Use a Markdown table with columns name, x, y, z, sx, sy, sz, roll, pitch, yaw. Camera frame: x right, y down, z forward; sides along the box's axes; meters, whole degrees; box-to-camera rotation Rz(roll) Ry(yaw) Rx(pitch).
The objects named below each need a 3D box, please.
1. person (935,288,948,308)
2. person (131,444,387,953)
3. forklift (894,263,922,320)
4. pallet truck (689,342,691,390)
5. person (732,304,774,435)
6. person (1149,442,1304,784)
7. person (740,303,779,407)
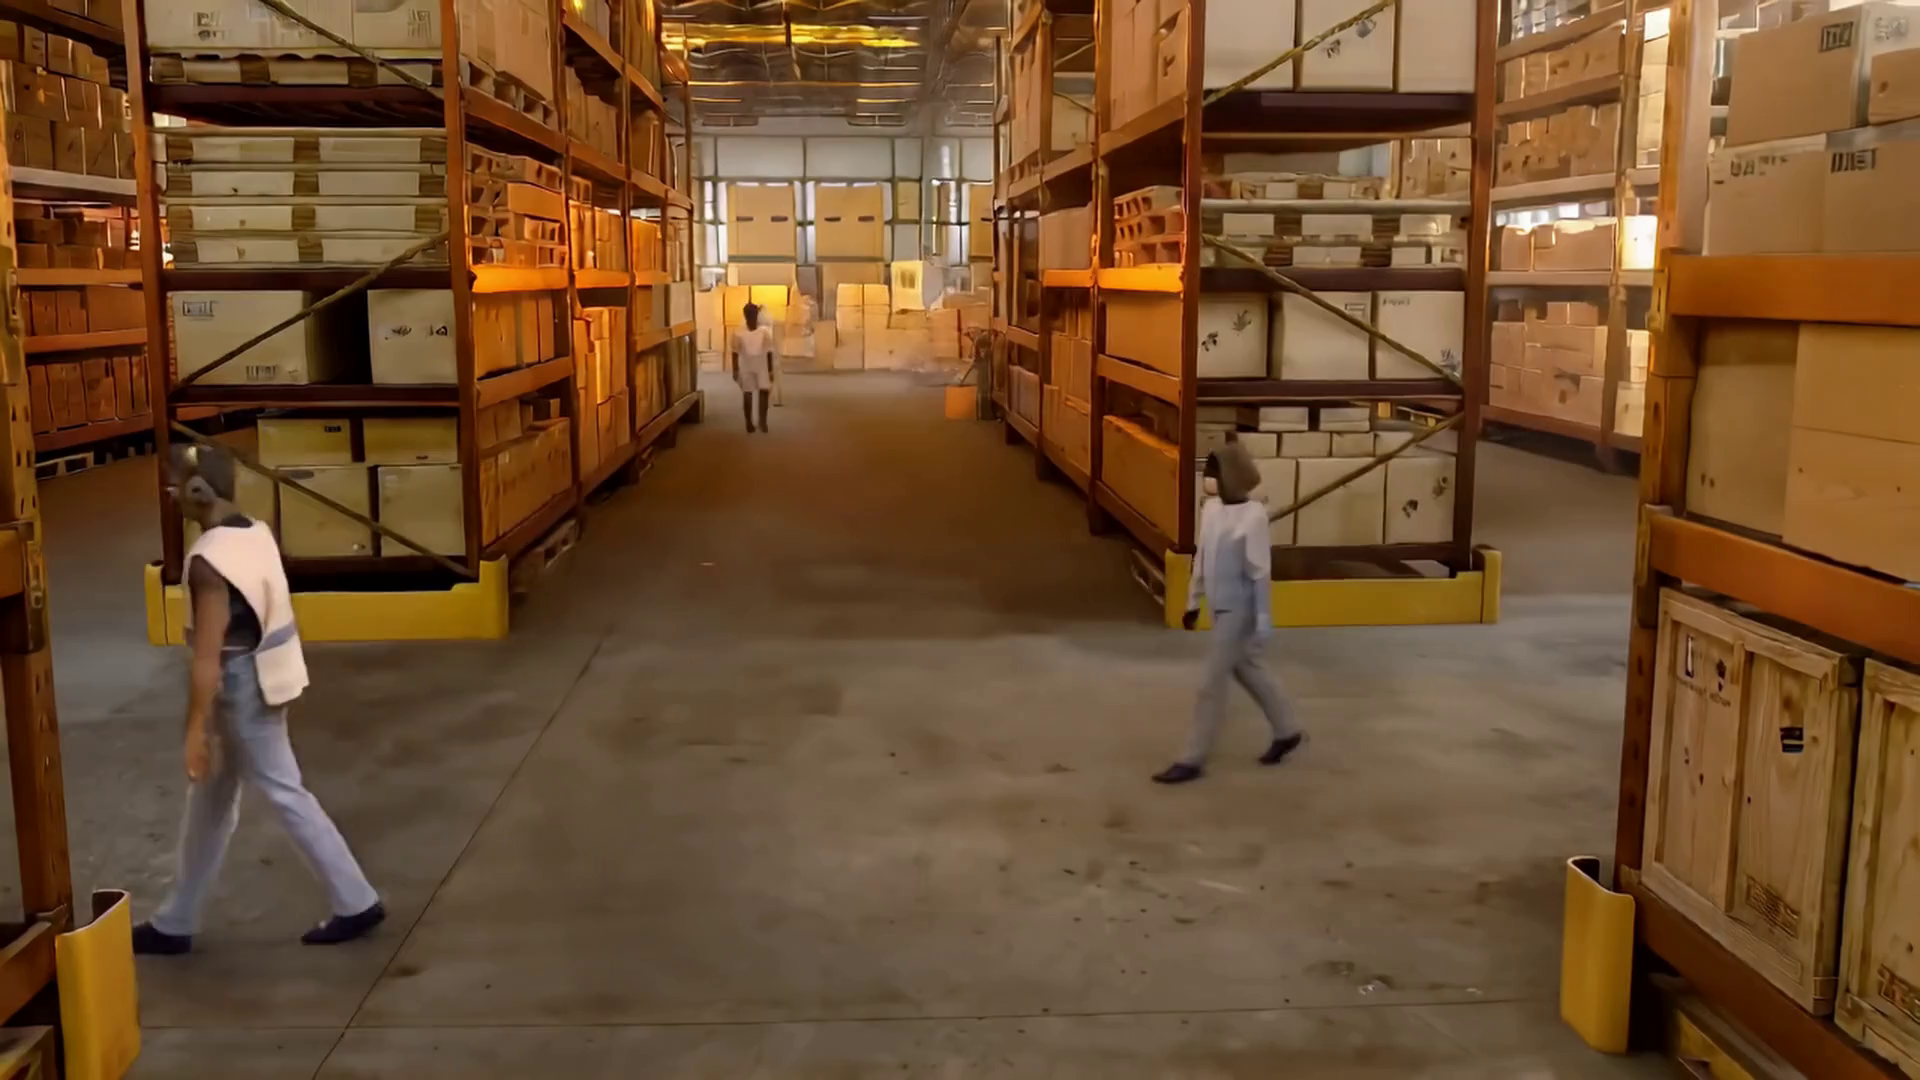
| name | x | y | z | sx | sy | sz | roll | pitch | yaw |
| --- | --- | --- | --- | --- | --- | --- | --- | --- | --- |
| person | -0.516 | -7.282 | 54.503 | 0.635 | 1.938 | 0.361 | 4 | 10 | 26 |
| person | -2.477 | 0.566 | 5.735 | 0.945 | 1.792 | 0.597 | -2 | 9 | -12 |
| forklift | -1.955 | -8.949 | 62.023 | 1.129 | 2.768 | 1.873 | -1 | 9 | -4 |
| pallet truck | -5.225 | -3.008 | 27.480 | 1.885 | 1.965 | 0.823 | 2 | 9 | 14 |
| person | -3.023 | -2.490 | 24.432 | 0.635 | 1.932 | 0.829 | -2 | 9 | -14 |
| person | 1.294 | 0.324 | 7.810 | 0.846 | 1.593 | 0.513 | -3 | 10 | -19 |
| person | -3.602 | -3.300 | 29.728 | 0.709 | 1.873 | 0.413 | -5 | 10 | -28 |
